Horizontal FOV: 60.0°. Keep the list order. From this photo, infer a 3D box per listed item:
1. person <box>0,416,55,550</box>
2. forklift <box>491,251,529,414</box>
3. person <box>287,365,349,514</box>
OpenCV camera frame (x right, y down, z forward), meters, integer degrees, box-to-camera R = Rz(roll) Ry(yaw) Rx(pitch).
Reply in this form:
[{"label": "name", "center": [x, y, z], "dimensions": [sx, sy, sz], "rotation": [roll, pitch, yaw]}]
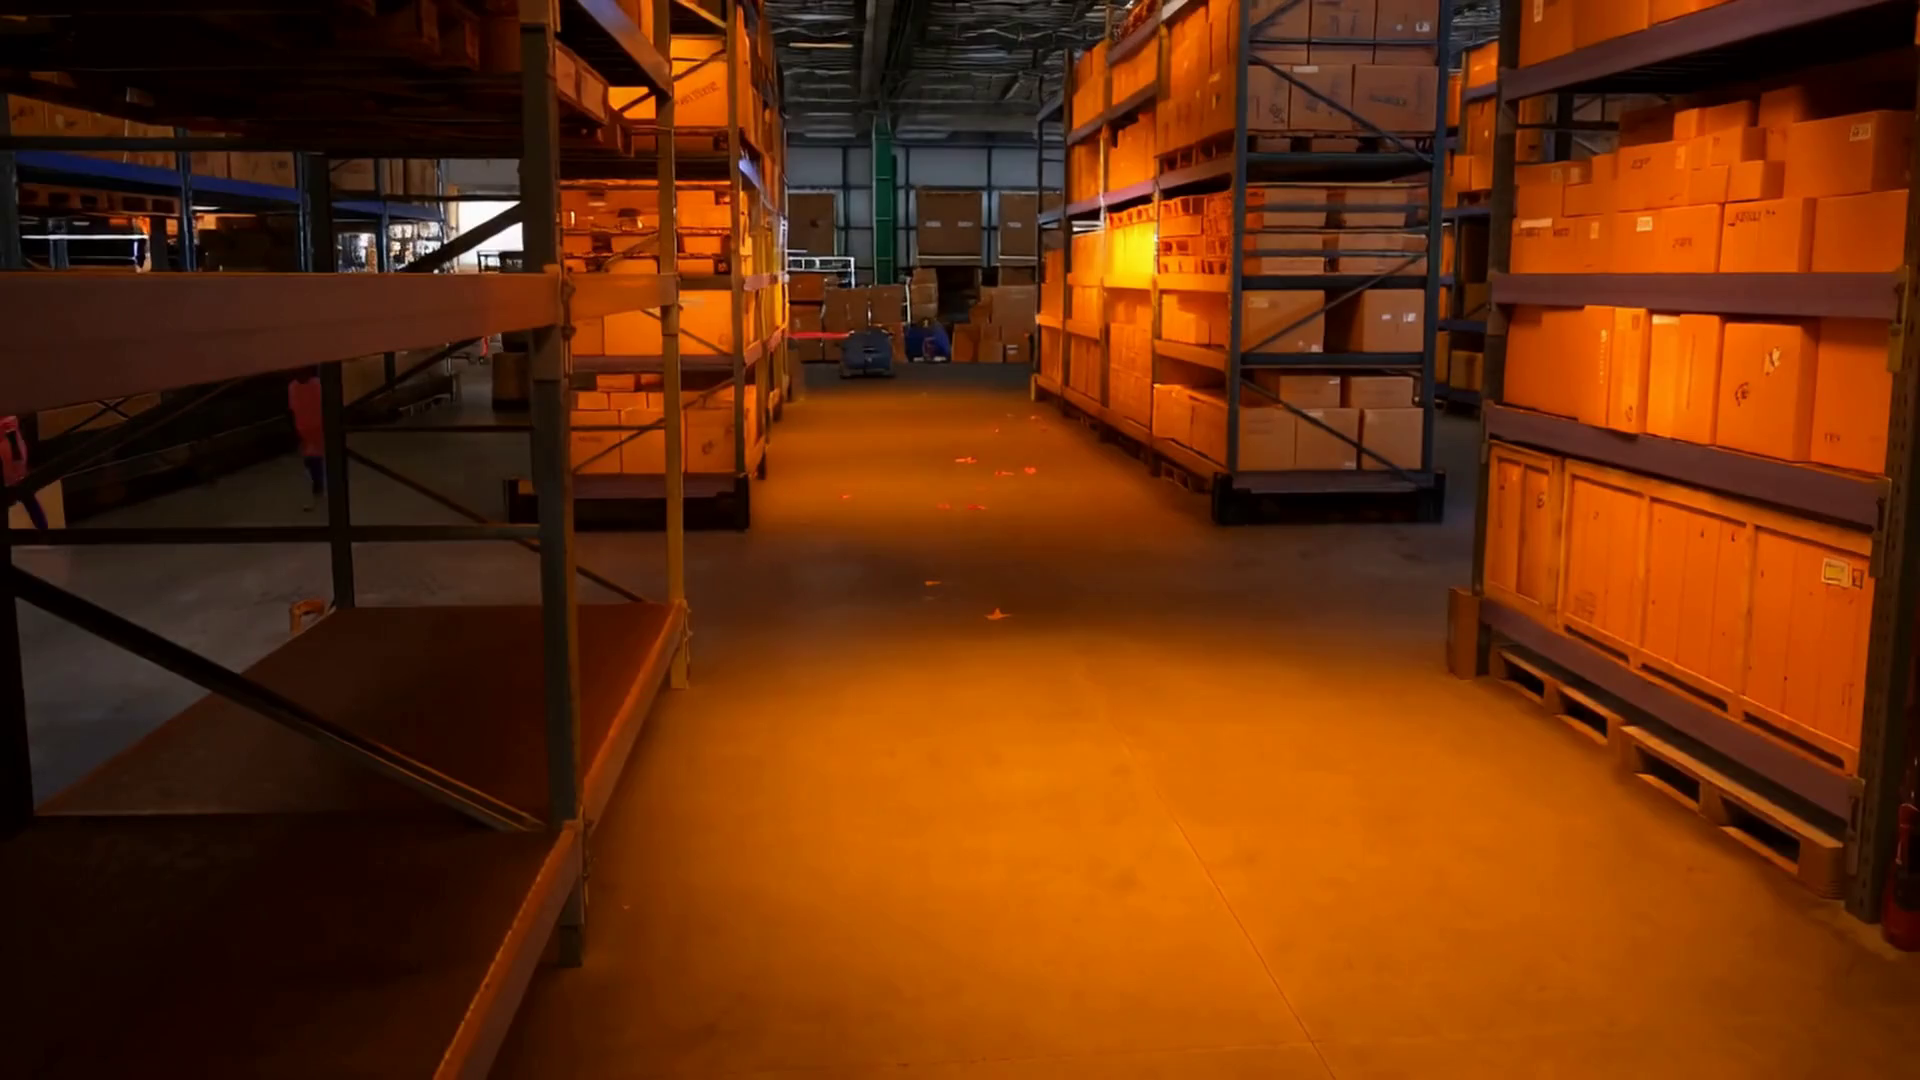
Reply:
[{"label": "person", "center": [-8.306, -0.691, 14.327], "dimensions": [0.871, 1.636, 0.539], "rotation": [-7, 12, -38]}, {"label": "forklift", "center": [-7.513, -3.646, 29.022], "dimensions": [1.129, 2.768, 1.873], "rotation": [-1, 9, -4]}, {"label": "person", "center": [-6.542, -1.119, 16.989], "dimensions": [0.539, 1.664, 0.633], "rotation": [5, 10, 28]}]
